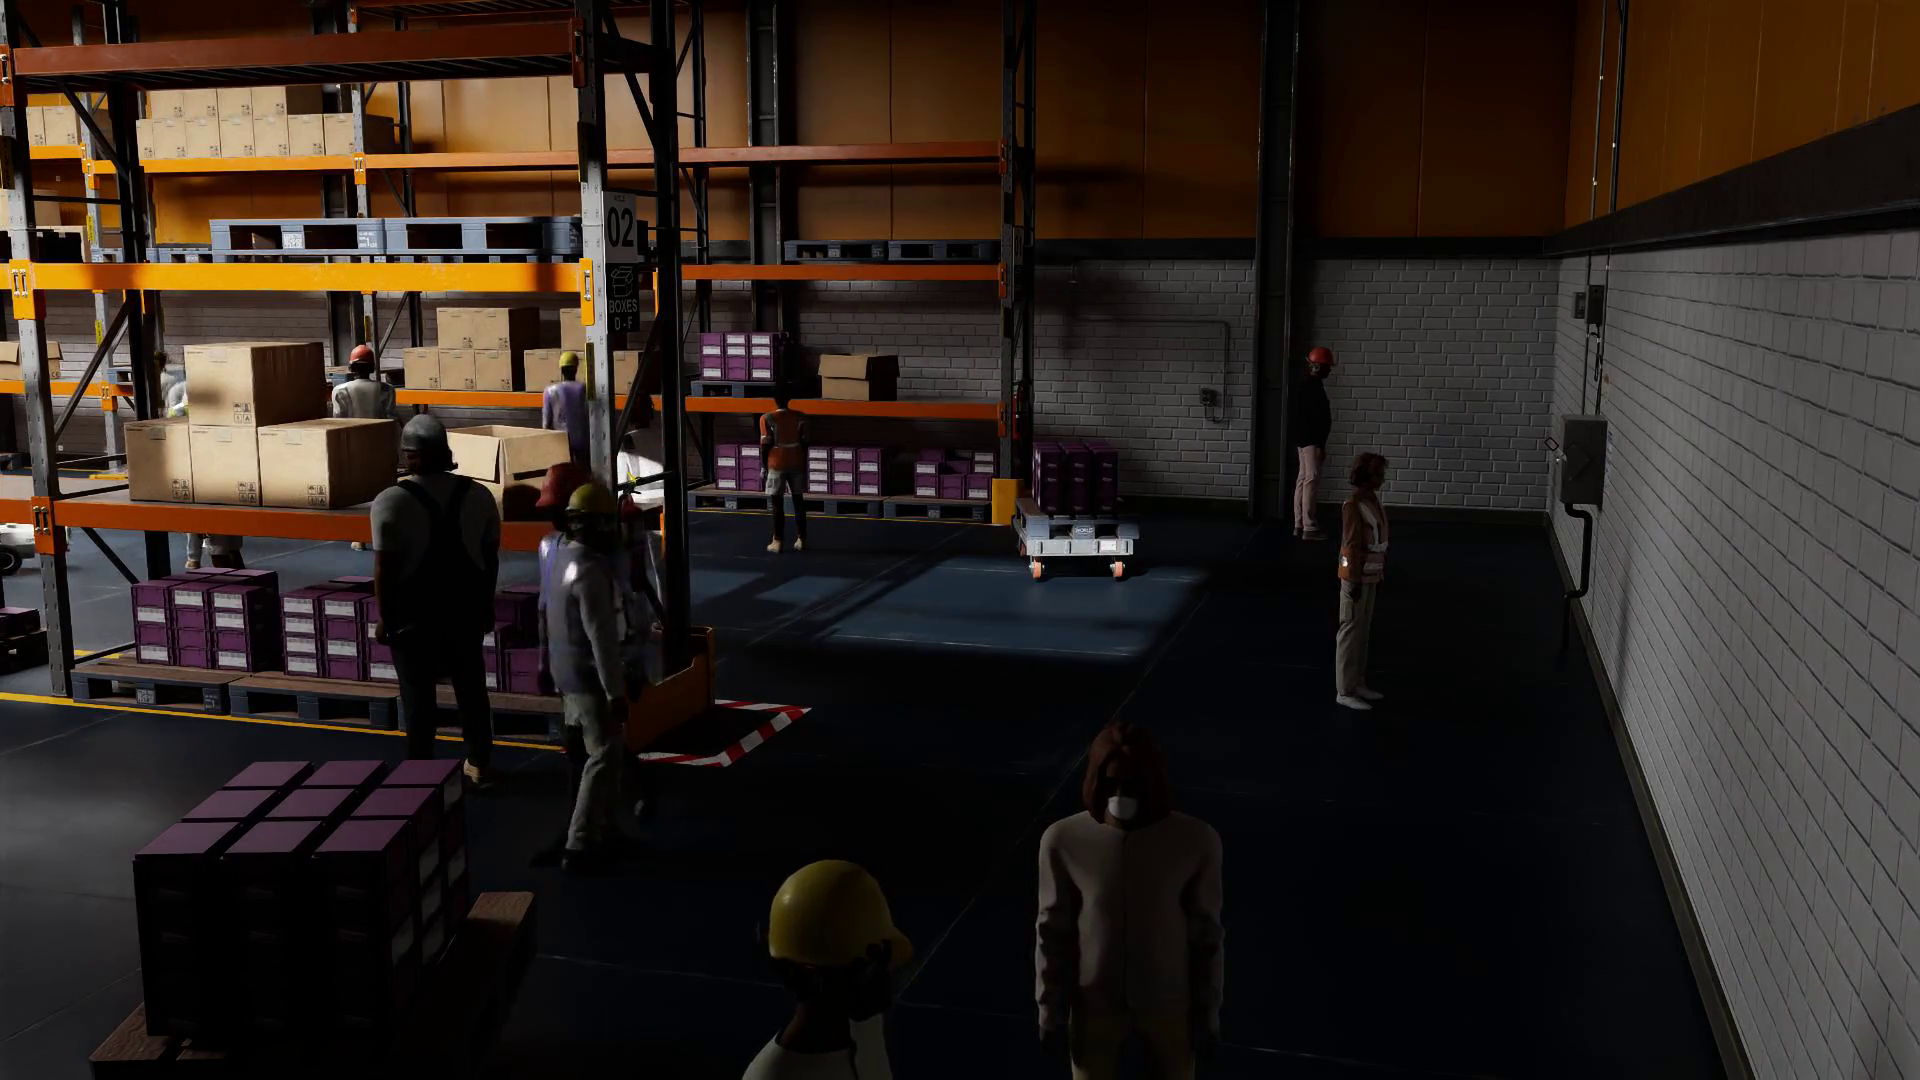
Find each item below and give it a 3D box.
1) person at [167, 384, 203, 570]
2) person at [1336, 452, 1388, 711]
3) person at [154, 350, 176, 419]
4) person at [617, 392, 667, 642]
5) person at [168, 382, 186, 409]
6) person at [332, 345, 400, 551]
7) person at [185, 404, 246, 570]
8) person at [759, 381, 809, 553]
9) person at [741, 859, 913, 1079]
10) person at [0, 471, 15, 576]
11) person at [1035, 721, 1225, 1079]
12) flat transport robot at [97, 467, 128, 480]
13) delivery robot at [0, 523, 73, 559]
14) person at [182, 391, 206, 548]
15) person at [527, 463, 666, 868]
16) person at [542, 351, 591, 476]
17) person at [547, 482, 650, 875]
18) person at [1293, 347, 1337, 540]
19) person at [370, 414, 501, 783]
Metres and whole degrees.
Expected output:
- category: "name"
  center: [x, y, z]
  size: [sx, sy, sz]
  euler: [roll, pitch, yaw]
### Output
- category: "person"
  center: [-7.041, -0.637, 15.506]
  size: [0.625, 1.834, 0.430]
  euler: [-7, 11, -36]
- category: "person"
  center: [2.571, 0.254, 10.647]
  size: [0.308, 1.640, 0.511]
  euler: [5, 11, 28]
- category: "person"
  center: [-9.328, -1.331, 19.682]
  size: [0.599, 1.845, 0.578]
  euler: [0, 9, -2]
- category: "person"
  center: [-2.379, -0.177, 12.530]
  size: [0.587, 1.882, 0.341]
  euler: [-9, 13, -44]
- category: "person"
  center: [-8.276, -1.086, 18.043]
  size: [1.042, 1.898, 0.690]
  euler: [7, 11, 35]
- category: "person"
  center: [-5.893, -0.913, 16.532]
  size: [0.614, 2.043, 0.374]
  euler: [-5, 10, -26]
- category: "person"
  center: [-5.663, -0.228, 12.674]
  size: [0.360, 1.939, 0.543]
  euler: [0, 9, -1]
- category: "person"
  center: [-1.731, -0.719, 16.403]
  size: [0.536, 1.696, 0.322]
  euler: [-5, 11, -29]
- category: "person"
  center: [-0.238, 1.436, 3.057]
  size: [0.320, 1.769, 0.523]
  euler: [3, 10, 19]
- category: "person"
  center: [-8.815, -0.602, 14.959]
  size: [0.375, 1.939, 0.546]
  euler: [2, 10, 12]
- category: "person"
  center: [0.453, 1.274, 4.483]
  size: [0.509, 1.623, 0.293]
  euler: [1, 9, 8]
- category: "flat transport robot"
  center: [-10.547, -0.809, 21.290]
  size: [0.652, 0.197, 1.431]
  euler: [-1, 9, -4]
- category: "delivery robot"
  center: [-8.646, -0.039, 15.444]
  size: [0.707, 0.478, 0.477]
  euler: [-6, 11, -35]
- category: "person"
  center: [-7.543, -0.873, 16.716]
  size: [0.403, 1.904, 0.652]
  euler: [-2, 10, -12]
- category: "person"
  center: [-1.765, 0.553, 8.067]
  size: [0.544, 1.904, 0.926]
  euler: [7, 11, 35]
- category: "person"
  center: [-4.177, -1.062, 17.816]
  size: [0.630, 1.925, 0.387]
  euler: [-4, 10, -22]
- category: "person"
  center: [-1.706, 0.636, 7.807]
  size: [0.423, 1.801, 0.646]
  euler: [-4, 10, -23]
- category: "person"
  center: [3.672, -0.996, 17.219]
  size: [0.392, 1.985, 0.610]
  euler: [-1, 9, -4]
- category: "person"
  center: [-2.840, 0.333, 8.947]
  size: [0.690, 2.000, 0.538]
  euler: [-7, 12, -38]
